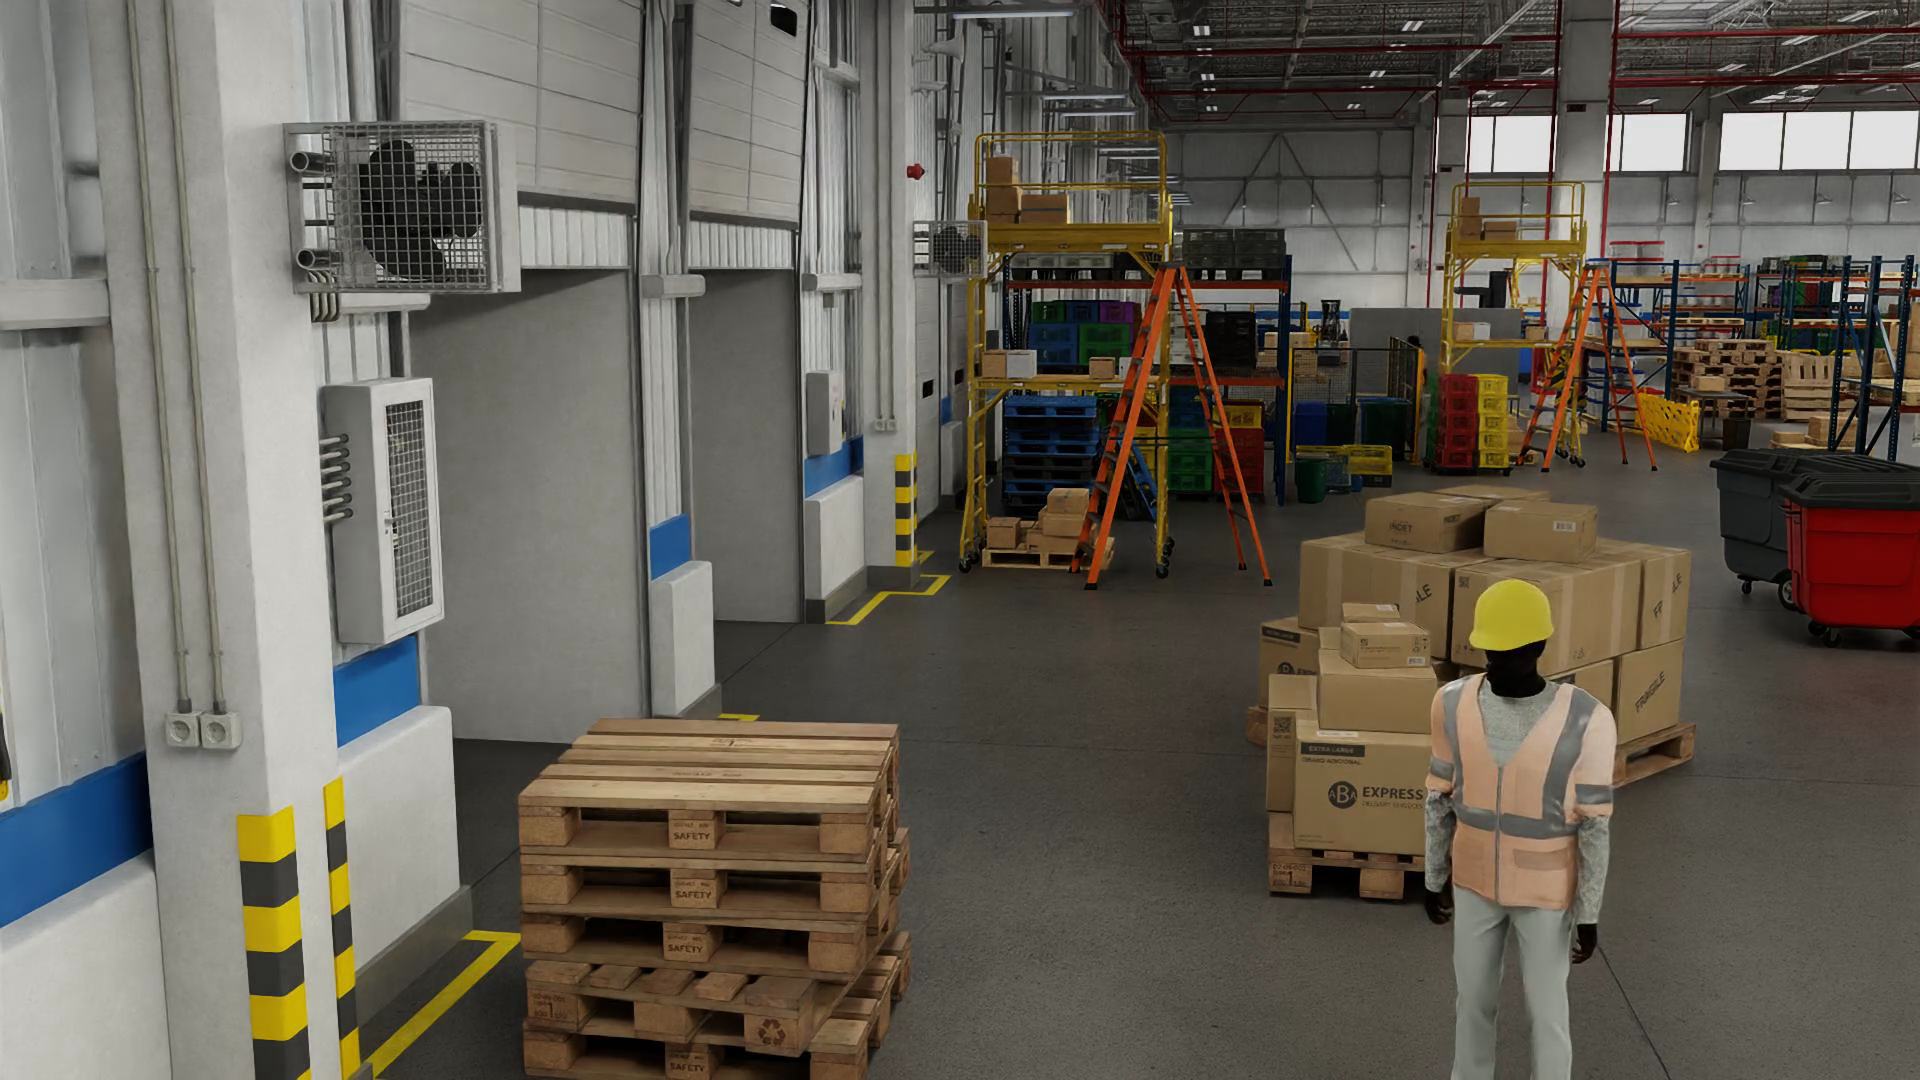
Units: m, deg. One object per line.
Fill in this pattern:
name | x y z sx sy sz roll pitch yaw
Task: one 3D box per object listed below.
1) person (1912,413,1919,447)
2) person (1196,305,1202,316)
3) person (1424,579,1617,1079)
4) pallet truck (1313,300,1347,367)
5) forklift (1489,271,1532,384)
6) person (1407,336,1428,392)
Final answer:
person | 15.618 -2.355 26.806 0.319 1.739 0.484 9 13 44
person | 6.212 -5.199 43.726 0.360 1.939 0.543 -8 12 -40
person | 1.707 1.063 5.179 0.586 1.918 0.398 7 12 39
pallet truck | 11.159 -6.200 49.718 0.823 1.965 1.885 4 10 26
forklift | 13.422 -5.322 41.591 1.873 2.768 1.129 1 9 9
person | 8.078 -2.818 29.801 0.559 1.677 0.489 -5 10 -26
